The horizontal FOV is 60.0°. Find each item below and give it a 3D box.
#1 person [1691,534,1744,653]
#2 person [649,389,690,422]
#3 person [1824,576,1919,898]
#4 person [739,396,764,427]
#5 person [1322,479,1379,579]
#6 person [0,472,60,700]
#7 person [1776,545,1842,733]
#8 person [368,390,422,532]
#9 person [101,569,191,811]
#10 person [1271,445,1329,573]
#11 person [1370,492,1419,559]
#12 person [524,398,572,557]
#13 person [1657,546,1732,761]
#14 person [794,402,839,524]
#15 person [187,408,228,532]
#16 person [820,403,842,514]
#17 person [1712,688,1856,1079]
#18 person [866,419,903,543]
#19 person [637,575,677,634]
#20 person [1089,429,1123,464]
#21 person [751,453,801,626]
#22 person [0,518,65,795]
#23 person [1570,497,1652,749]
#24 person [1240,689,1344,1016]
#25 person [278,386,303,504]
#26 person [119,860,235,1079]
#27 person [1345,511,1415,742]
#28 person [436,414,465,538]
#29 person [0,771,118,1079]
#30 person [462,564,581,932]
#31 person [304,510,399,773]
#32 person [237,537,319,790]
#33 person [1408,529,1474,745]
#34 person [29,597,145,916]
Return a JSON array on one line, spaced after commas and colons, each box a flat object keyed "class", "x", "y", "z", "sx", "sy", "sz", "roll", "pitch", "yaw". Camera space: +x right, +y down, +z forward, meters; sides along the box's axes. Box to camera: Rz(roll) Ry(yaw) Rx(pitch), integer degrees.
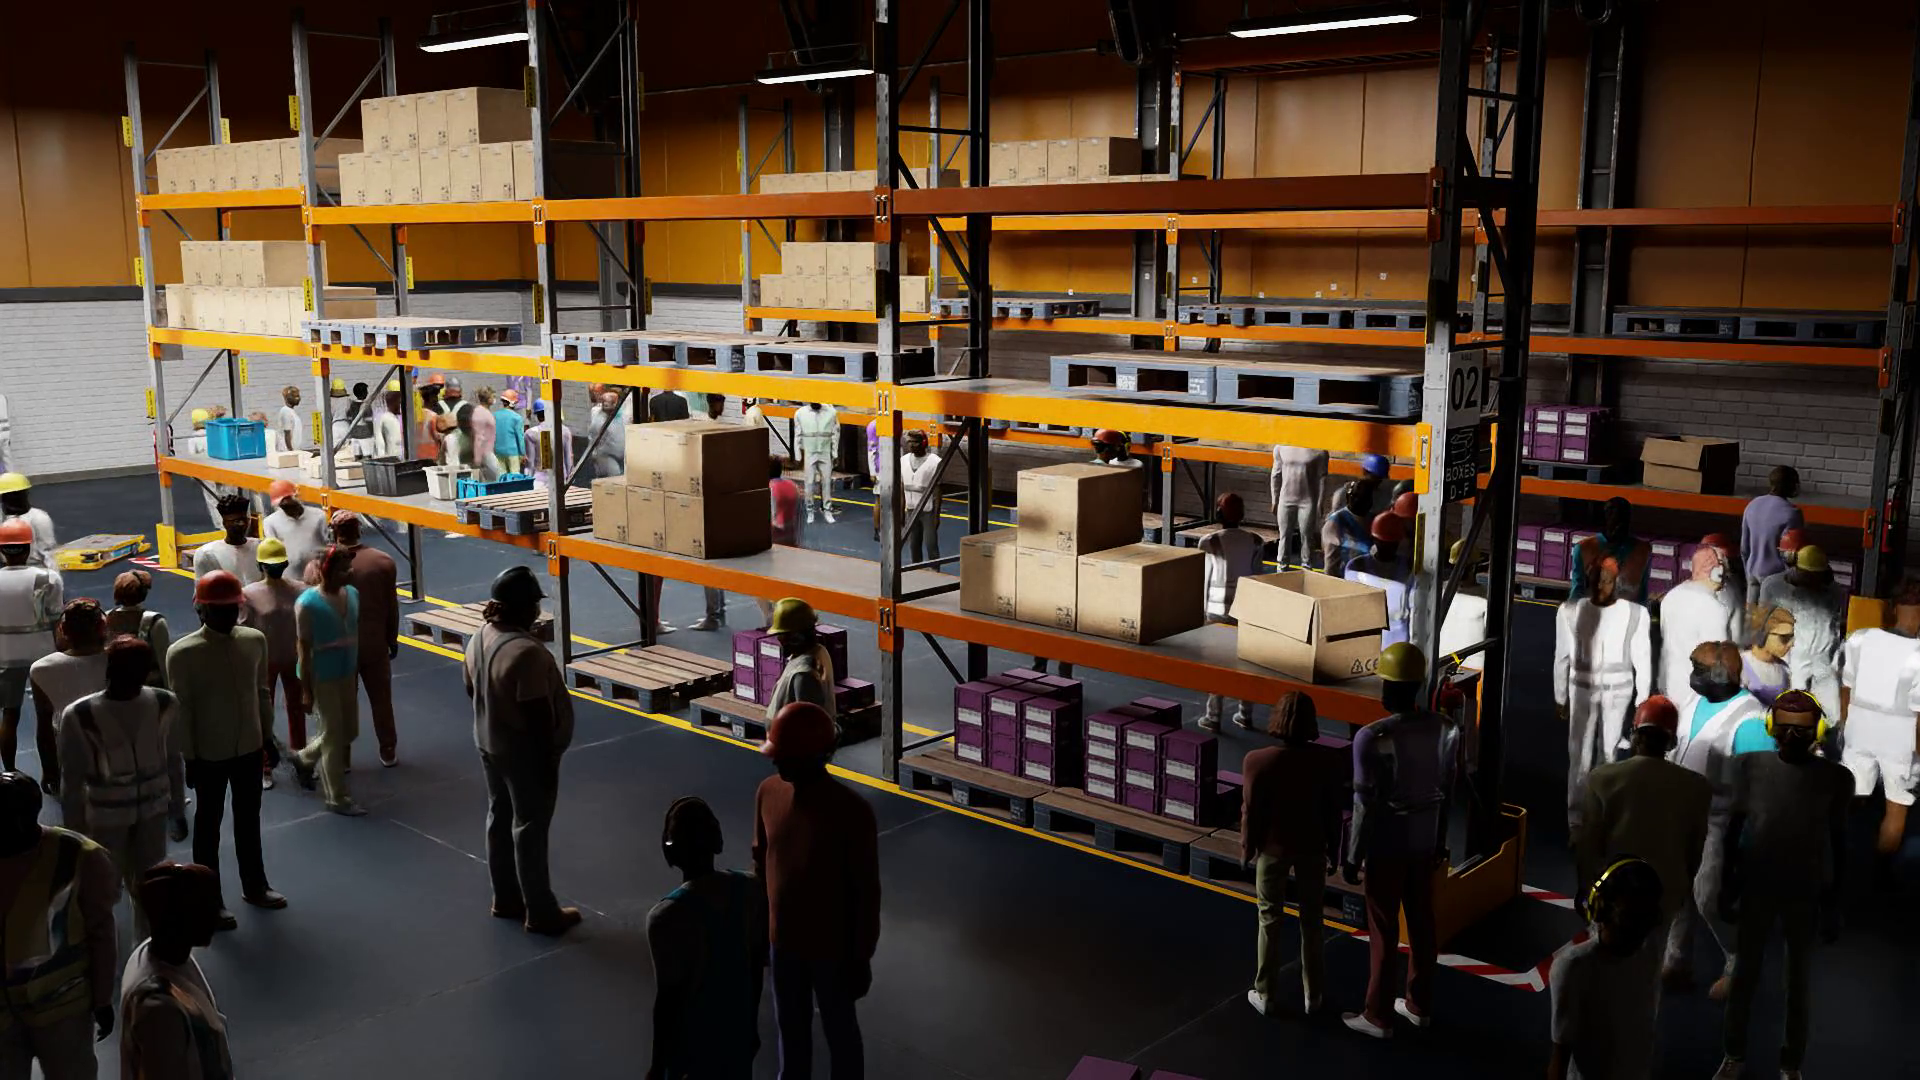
[{"class": "person", "x": 5.388, "y": 0.825, "z": 11.924, "sx": 0.486, "sy": 1.734, "sz": 0.577, "roll": 7, "pitch": 12, "yaw": 33}, {"class": "person", "x": -4.182, "y": -1.459, "z": 24.065, "sx": 0.612, "sy": 1.997, "sz": 0.376, "roll": 2, "pitch": 10, "yaw": 12}, {"class": "person", "x": 5.198, "y": 1.155, "z": 9.478, "sx": 0.776, "sy": 1.933, "sz": 0.653, "roll": -5, "pitch": 11, "yaw": -26}, {"class": "person", "x": -3.040, "y": -1.367, "z": 24.269, "sx": 0.357, "sy": 1.742, "sz": 0.569, "roll": 1, "pitch": 10, "yaw": 5}, {"class": "person", "x": 3.327, "y": 0.403, "z": 13.970, "sx": 0.625, "sy": 1.846, "sz": 0.429, "roll": -6, "pitch": 12, "yaw": -32}, {"class": "person", "x": -7.789, "y": 0.370, "z": 13.997, "sx": 0.676, "sy": 1.912, "sz": 0.405, "roll": 6, "pitch": 12, "yaw": 31}, {"class": "person", "x": 5.906, "y": 0.880, "z": 11.599, "sx": 0.511, "sy": 1.723, "sz": 0.387, "roll": -2, "pitch": 10, "yaw": -10}, {"class": "person", "x": -7.473, "y": -1.021, "z": 21.858, "sx": 0.586, "sy": 1.901, "sz": 0.605, "roll": -2, "pitch": 10, "yaw": -9}, {"class": "person", "x": -5.472, "y": 1.010, "z": 11.107, "sx": 0.513, "sy": 1.642, "sz": 0.313, "roll": 2, "pitch": 10, "yaw": 12}, {"class": "person", "x": 3.736, "y": -0.419, "z": 18.362, "sx": 0.629, "sy": 1.936, "sz": 0.373, "roll": 4, "pitch": 11, "yaw": 20}, {"class": "person", "x": 3.289, "y": 0.620, "z": 12.356, "sx": 0.617, "sy": 1.984, "sz": 0.410, "roll": -5, "pitch": 11, "yaw": -27}, {"class": "person", "x": -5.025, "y": -0.763, "z": 20.293, "sx": 0.601, "sy": 1.940, "sz": 0.396, "roll": -8, "pitch": 13, "yaw": -39}, {"class": "person", "x": 4.678, "y": 0.976, "z": 10.616, "sx": 0.458, "sy": 1.893, "sz": 0.664, "roll": 0, "pitch": 10, "yaw": 2}, {"class": "person", "x": -1.964, "y": -1.174, "z": 22.721, "sx": 0.600, "sy": 1.906, "sz": 0.414, "roll": -3, "pitch": 10, "yaw": -16}, {"class": "person", "x": -9.608, "y": -0.834, "z": 21.342, "sx": 0.501, "sy": 1.702, "sz": 0.517, "roll": -9, "pitch": 14, "yaw": -42}, {"class": "person", "x": -1.864, "y": -1.354, "z": 23.554, "sx": 0.362, "sy": 1.966, "sz": 0.611, "roll": -1, "pitch": 10, "yaw": -5}, {"class": "person", "x": 3.624, "y": 1.563, "z": 7.336, "sx": 0.516, "sy": 1.872, "sz": 0.327, "roll": 5, "pitch": 11, "yaw": 26}, {"class": "person", "x": -0.925, "y": -0.917, "z": 21.210, "sx": 0.548, "sy": 1.925, "sz": 0.384, "roll": -9, "pitch": 14, "yaw": -42}, {"class": "person", "x": -3.005, "y": -0.024, "z": 16.216, "sx": 0.410, "sy": 1.908, "sz": 0.598, "roll": -6, "pitch": 12, "yaw": -31}, {"class": "person", "x": 1.411, "y": -0.108, "z": 16.346, "sx": 0.404, "sy": 2.028, "sz": 0.626, "roll": -3, "pitch": 10, "yaw": -17}, {"class": "person", "x": -1.772, "y": 0.084, "z": 15.807, "sx": 0.449, "sy": 1.828, "sz": 0.653, "roll": 8, "pitch": 13, "yaw": 37}, {"class": "person", "x": -6.436, "y": 0.807, "z": 11.472, "sx": 0.543, "sy": 1.929, "sz": 0.396, "roll": -2, "pitch": 10, "yaw": -11}, {"class": "person", "x": 4.881, "y": 0.620, "z": 12.527, "sx": 0.590, "sy": 1.922, "sz": 0.391, "roll": 0, "pitch": 10, "yaw": -2}, {"class": "person", "x": 1.621, "y": 1.535, "z": 8.165, "sx": 0.500, "sy": 1.633, "sz": 0.279, "roll": 0, "pitch": 10, "yaw": 0}, {"class": "person", "x": -9.320, "y": -1.232, "z": 23.243, "sx": 0.352, "sy": 1.839, "sz": 0.501, "roll": -2, "pitch": 10, "yaw": -10}, {"class": "person", "x": -2.464, "y": 1.920, "z": 5.307, "sx": 0.369, "sy": 1.879, "sz": 0.584, "roll": -5, "pitch": 11, "yaw": -25}, {"class": "person", "x": 3.019, "y": 0.735, "z": 11.892, "sx": 0.558, "sy": 1.924, "sz": 0.424, "roll": 1, "pitch": 10, "yaw": 8}, {"class": "person", "x": -6.601, "y": -0.830, "z": 21.578, "sx": 0.319, "sy": 1.617, "sz": 0.573, "roll": -3, "pitch": 10, "yaw": -16}, {"class": "person", "x": -3.526, "y": 1.762, "z": 6.305, "sx": 0.623, "sy": 1.841, "sz": 0.430, "roll": -2, "pitch": 10, "yaw": -11}, {"class": "person", "x": -2.415, "y": 1.136, "z": 9.269, "sx": 0.537, "sy": 2.000, "sz": 0.675, "roll": -10, "pitch": 14, "yaw": -43}, {"class": "person", "x": -4.375, "y": 0.728, "z": 12.000, "sx": 0.642, "sy": 1.901, "sz": 0.397, "roll": -5, "pitch": 11, "yaw": -27}, {"class": "person", "x": -4.767, "y": 0.851, "z": 11.656, "sx": 0.525, "sy": 1.769, "sz": 0.313, "roll": -8, "pitch": 13, "yaw": -40}, {"class": "person", "x": 3.502, "y": 0.775, "z": 12.188, "sx": 0.487, "sy": 1.737, "sz": 0.322, "roll": 1, "pitch": 10, "yaw": 6}, {"class": "person", "x": -4.812, "y": 1.233, "z": 9.266, "sx": 0.567, "sy": 1.844, "sz": 0.377, "roll": -6, "pitch": 12, "yaw": -30}]
